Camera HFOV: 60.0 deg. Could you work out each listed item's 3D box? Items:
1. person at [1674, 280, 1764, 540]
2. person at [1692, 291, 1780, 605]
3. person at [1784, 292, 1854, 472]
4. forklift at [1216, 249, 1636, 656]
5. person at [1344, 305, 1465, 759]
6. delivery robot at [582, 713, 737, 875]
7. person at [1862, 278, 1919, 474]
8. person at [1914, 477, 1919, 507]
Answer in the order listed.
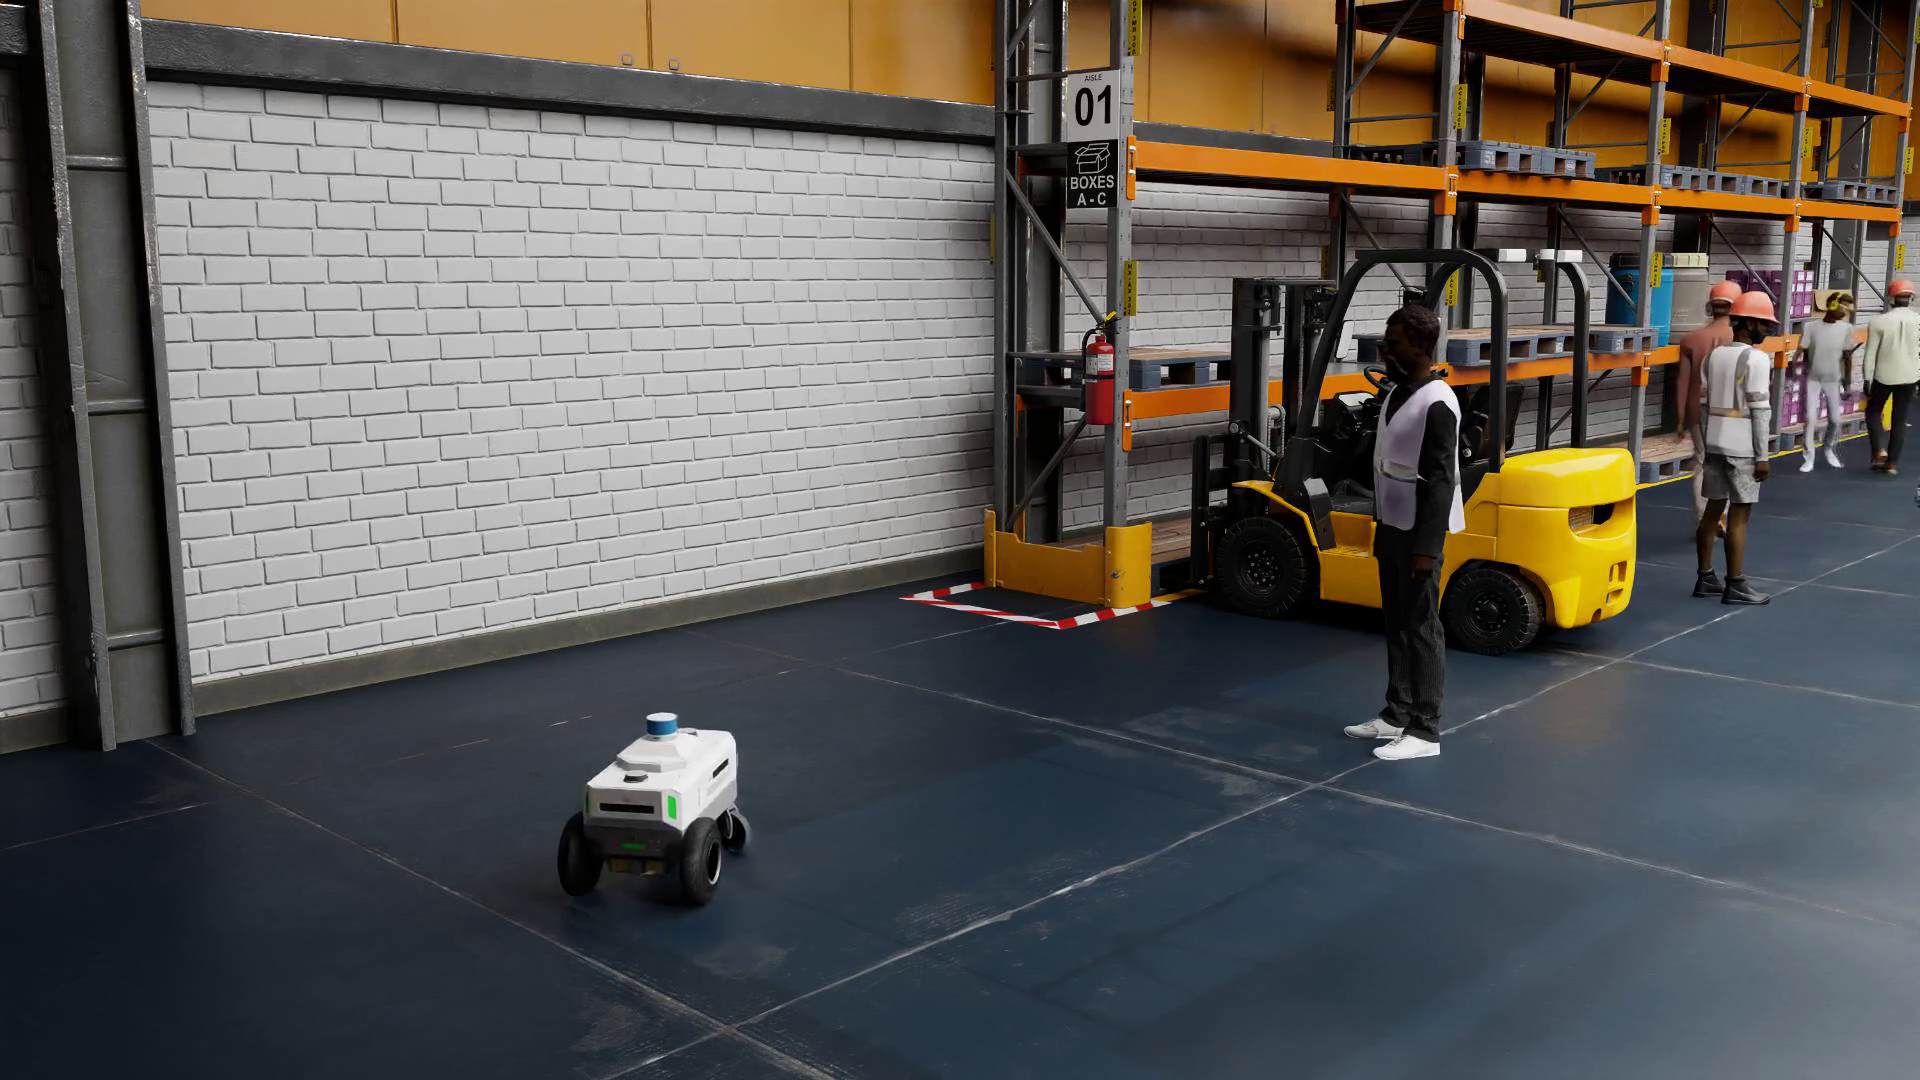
[{"bbox_3d":[5.729,-0.961,12.566,0.639,1.983,0.441,8,12,40],"label":"person"},{"bbox_3d":[4.826,-0.566,10.321,0.376,1.931,0.542,-2,10,-13],"label":"person"},{"bbox_3d":[8.814,-1.629,17.134,0.704,1.841,0.670,3,10,17],"label":"person"},{"bbox_3d":[2.710,-0.584,9.626,2.313,2.155,1.214,9,13,43],"label":"forklift"},{"bbox_3d":[1.924,-0.032,7.083,0.392,1.919,0.591,-1,9,-6],"label":"person"},{"bbox_3d":[-1.010,0.832,5.665,0.477,0.478,0.707,2,9,9],"label":"delivery robot"},{"bbox_3d":[9.428,-1.642,16.762,0.633,1.977,0.453,2,10,14],"label":"person"},{"bbox_3d":[5.801,-0.271,9.557,0.858,1.590,0.506,-7,12,-38],"label":"person"}]
